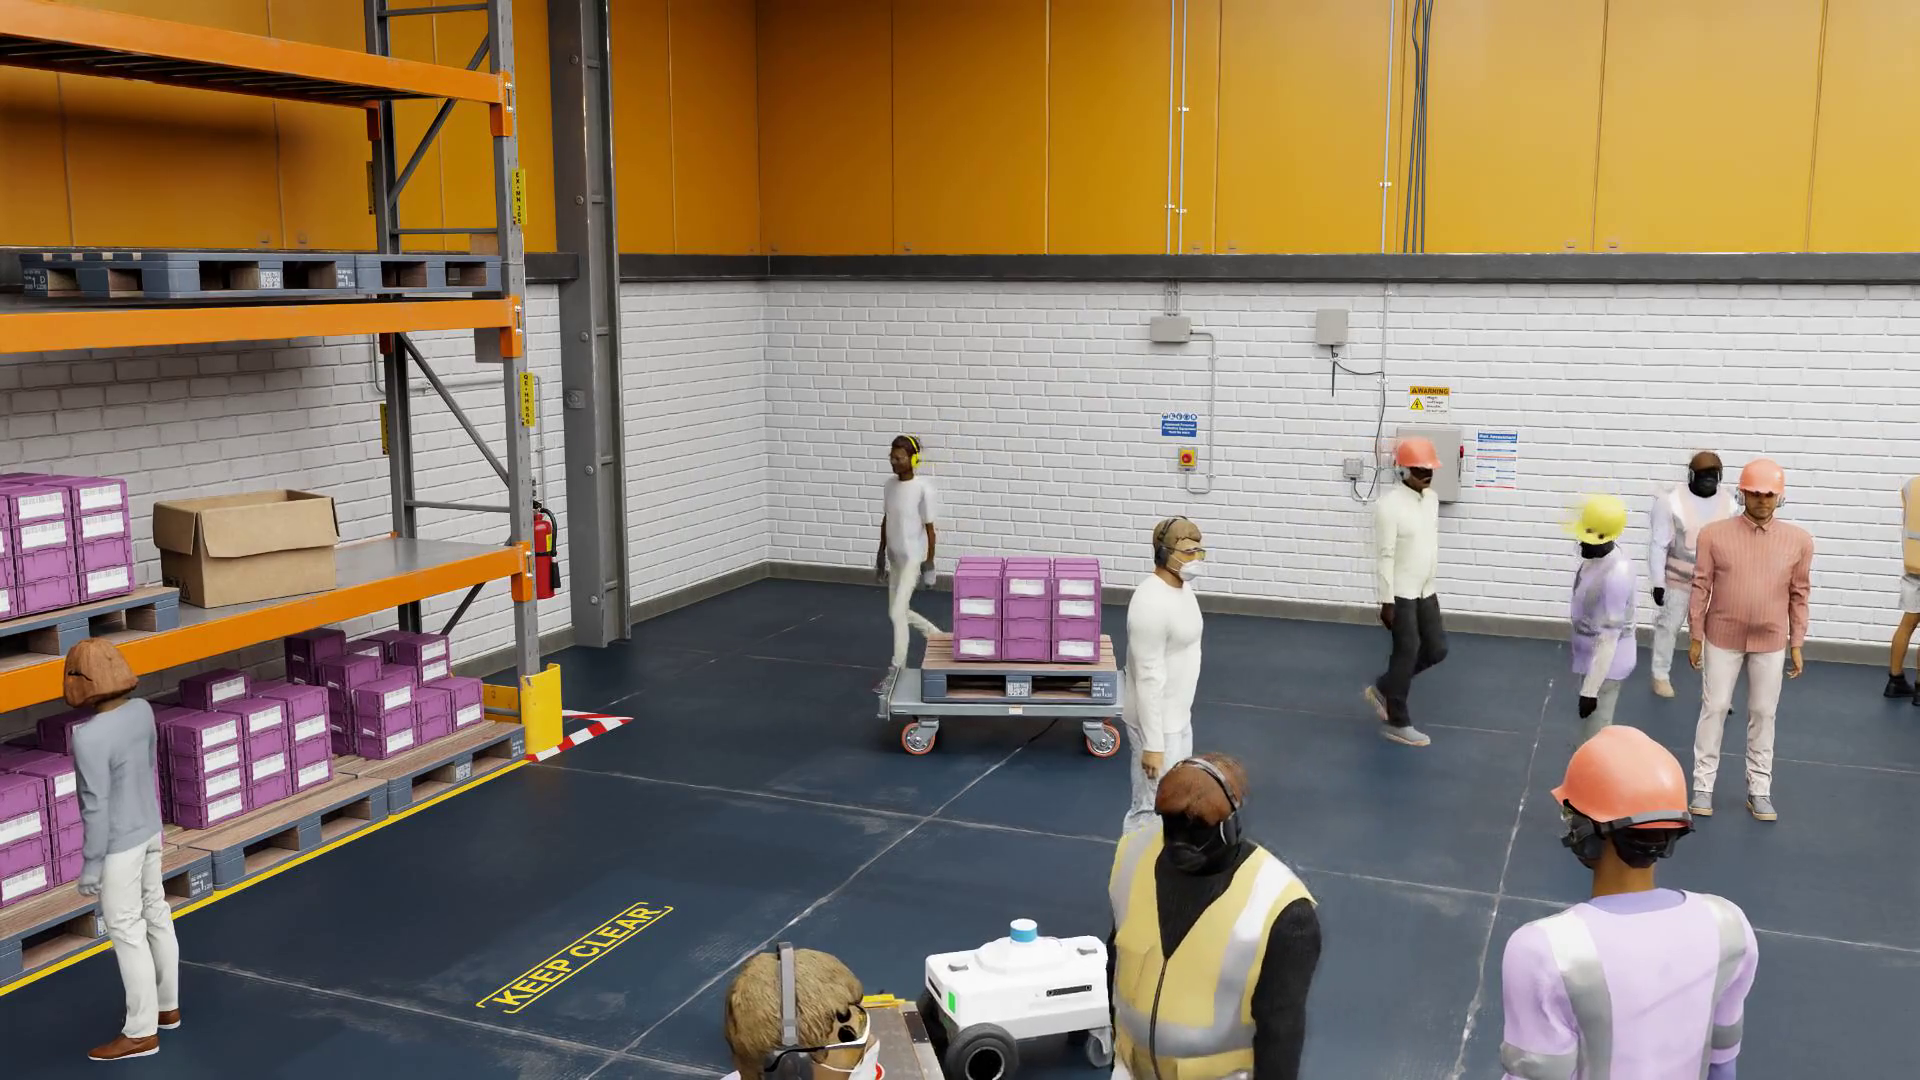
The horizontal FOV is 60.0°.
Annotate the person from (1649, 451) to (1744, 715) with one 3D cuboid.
[{"bbox_3d":[5.032,0.276,11.404,0.659,1.784,0.972,1,9,7],"label":"person"}]

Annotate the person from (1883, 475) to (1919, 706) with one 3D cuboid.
[{"bbox_3d":[6.725,0.193,11.471,0.375,1.932,0.544,-2,10,-10],"label":"person"}]

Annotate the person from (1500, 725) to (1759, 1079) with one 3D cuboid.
[{"bbox_3d":[1.422,1.415,3.704,0.605,2.044,0.375,-3,10,-18],"label":"person"}]

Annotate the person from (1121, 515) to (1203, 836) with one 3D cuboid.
[{"bbox_3d":[0.918,0.845,7.483,0.369,1.936,0.630,3,10,19],"label":"person"}]

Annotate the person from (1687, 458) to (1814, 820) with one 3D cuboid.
[{"bbox_3d":[4.320,0.542,9.135,0.612,1.997,0.376,3,10,15],"label":"person"}]

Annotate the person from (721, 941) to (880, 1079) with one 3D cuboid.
[{"bbox_3d":[-0.287,1.610,2.836,0.370,1.940,0.630,-3,10,-17],"label":"person"}]

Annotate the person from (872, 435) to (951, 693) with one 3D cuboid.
[{"bbox_3d":[-0.352,0.145,12.011,0.770,1.847,0.523,-8,12,-39],"label":"person"}]

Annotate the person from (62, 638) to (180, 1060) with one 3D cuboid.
[{"bbox_3d":[-3.230,1.176,6.390,0.285,1.632,0.499,0,9,0],"label":"person"}]

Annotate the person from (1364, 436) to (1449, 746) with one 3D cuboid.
[{"bbox_3d":[2.846,0.317,10.559,0.637,1.971,0.477,-9,13,-43],"label":"person"}]

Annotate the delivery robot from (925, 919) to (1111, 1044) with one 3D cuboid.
[{"bbox_3d":[0.241,1.682,6.300,0.707,0.478,0.477,-3,10,-17],"label":"delivery robot"}]

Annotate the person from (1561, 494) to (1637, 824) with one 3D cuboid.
[{"bbox_3d":[3.347,0.674,8.722,0.368,1.876,0.681,2,10,15],"label":"person"}]

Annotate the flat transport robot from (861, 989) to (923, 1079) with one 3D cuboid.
[{"bbox_3d":[-0.405,1.939,5.886,0.652,0.197,1.431,-2,10,-11],"label":"flat transport robot"}]

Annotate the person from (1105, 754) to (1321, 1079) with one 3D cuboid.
[{"bbox_3d":[0.557,1.440,4.304,0.636,1.792,0.947,7,12,38],"label":"person"}]
